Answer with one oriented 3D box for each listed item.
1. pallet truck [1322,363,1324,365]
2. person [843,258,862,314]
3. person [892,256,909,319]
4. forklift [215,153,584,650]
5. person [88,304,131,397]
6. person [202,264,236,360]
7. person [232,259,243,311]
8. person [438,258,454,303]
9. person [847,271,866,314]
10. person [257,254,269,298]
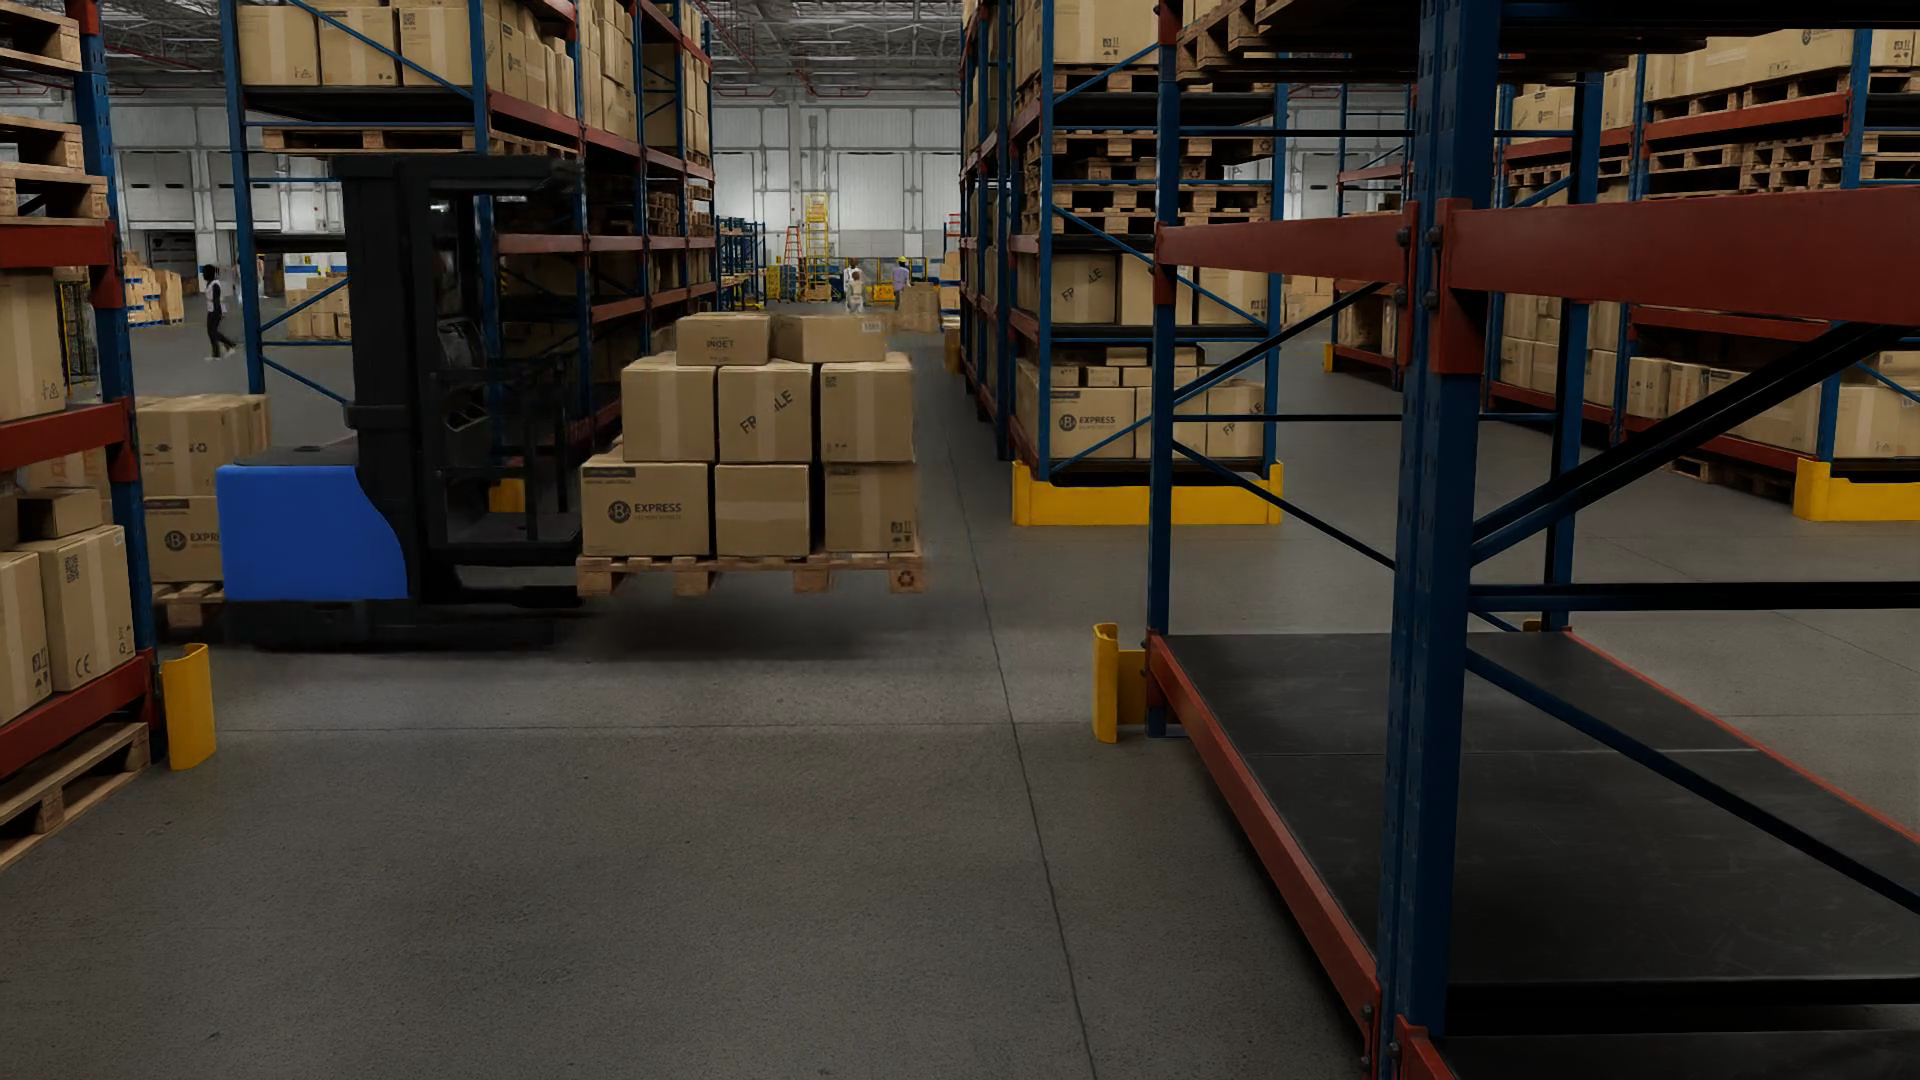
[{"bbox_3d":[7.712,-4.157,30.737,1.885,1.965,0.823,3,11,16],"label":"pallet truck"},{"bbox_3d":[-3.122,-7.275,48.460,0.577,1.877,0.349,-4,11,-22],"label":"person"},{"bbox_3d":[-1.708,-7.311,48.545,0.582,1.919,0.396,6,12,32],"label":"person"},{"bbox_3d":[-3.308,-0.837,9.783,1.873,2.768,1.129,-1,10,-3],"label":"forklift"},{"bbox_3d":[-12.255,-2.839,23.979,0.595,1.798,0.900,-1,10,-5],"label":"person"},{"bbox_3d":[-14.744,-4.506,32.950,0.490,1.899,0.610,-7,13,-35],"label":"person"},{"bbox_3d":[-24.074,-8.569,55.792,0.629,1.828,0.477,-6,12,-28],"label":"person"},{"bbox_3d":[-10.075,-4.447,32.232,0.535,2.000,0.682,-5,11,-26],"label":"person"},{"bbox_3d":[-2.618,-6.009,42.186,0.535,1.596,0.868,-3,11,-17],"label":"person"},{"bbox_3d":[-29.135,-11.050,69.342,0.384,1.923,0.590,-9,14,-42],"label":"person"}]
